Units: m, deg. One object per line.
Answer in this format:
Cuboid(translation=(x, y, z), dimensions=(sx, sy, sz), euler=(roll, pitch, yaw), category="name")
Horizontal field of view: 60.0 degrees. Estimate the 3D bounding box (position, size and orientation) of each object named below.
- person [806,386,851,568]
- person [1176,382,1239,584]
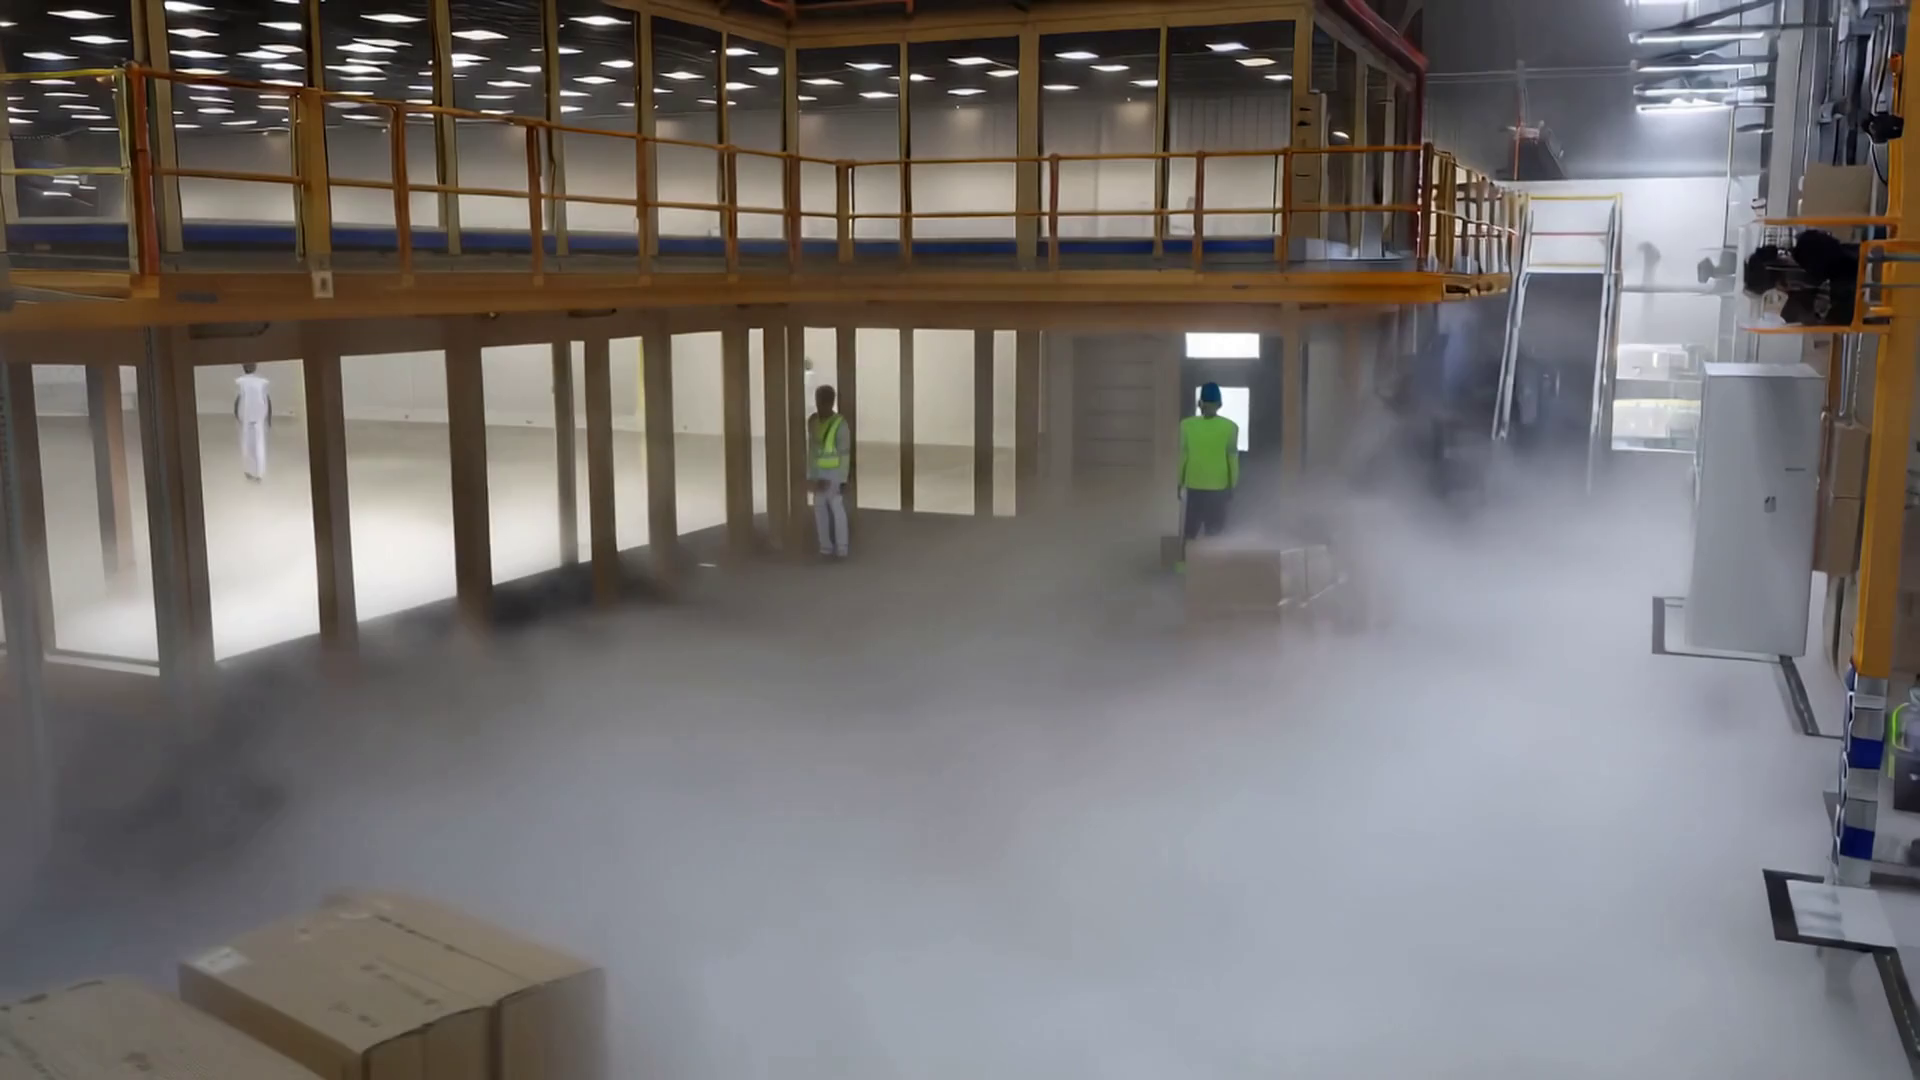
Cuboid(translation=(-1.364, -0.652, 17.191), dimensions=(0.576, 1.877, 0.349), euler=(8, 12, 40), category="person")
Cuboid(translation=(2.418, -0.555, 16.254), dimensions=(0.612, 1.986, 0.406), euler=(1, 9, 6), category="person")
